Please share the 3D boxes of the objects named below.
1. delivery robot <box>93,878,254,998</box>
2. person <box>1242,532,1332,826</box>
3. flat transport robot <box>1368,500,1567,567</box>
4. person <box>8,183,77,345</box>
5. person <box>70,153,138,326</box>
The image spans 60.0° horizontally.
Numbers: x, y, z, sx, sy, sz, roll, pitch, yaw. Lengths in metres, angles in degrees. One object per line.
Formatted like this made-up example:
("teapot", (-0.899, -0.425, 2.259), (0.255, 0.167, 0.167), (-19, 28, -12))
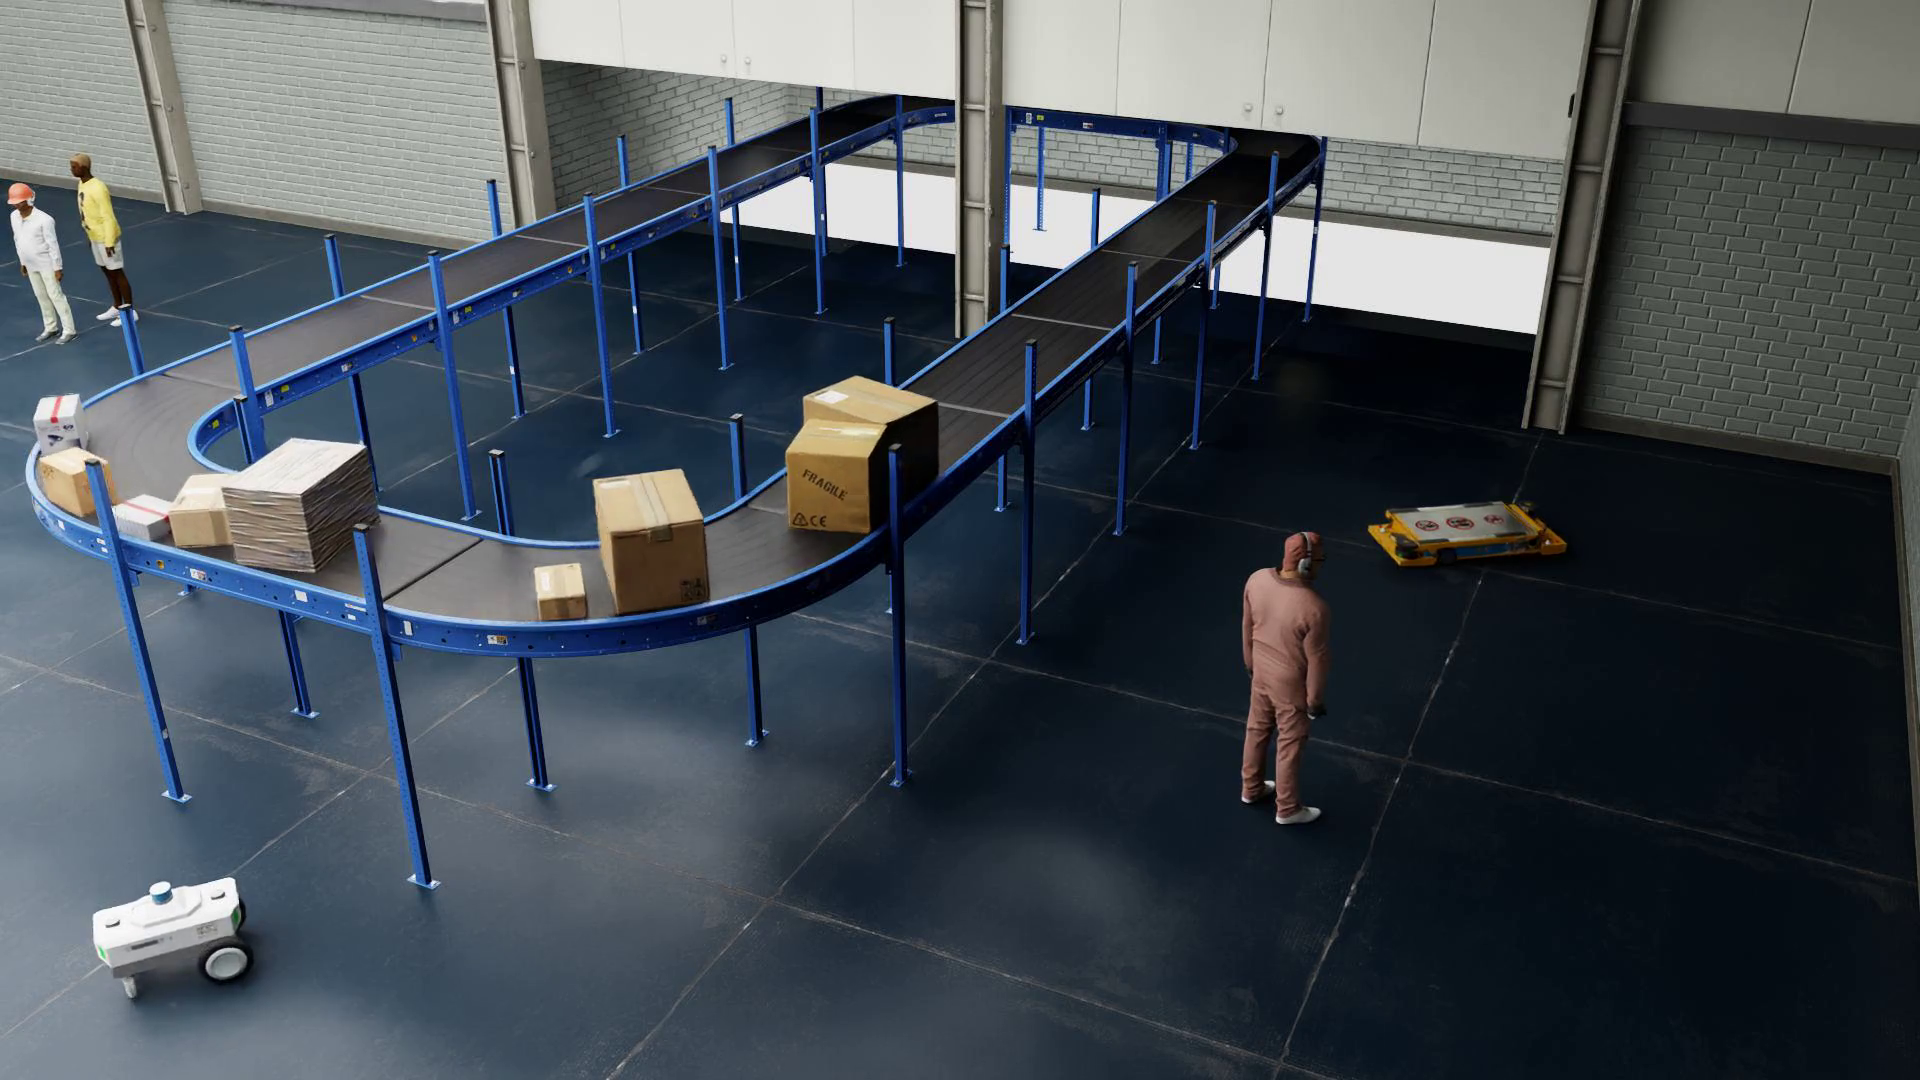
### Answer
("delivery robot", (-4.196, 2.102, 8.939), (0.785, 0.614, 0.513), (-13, 29, -24))
("person", (1.971, 0.821, 9.990), (0.403, 1.902, 0.641), (-17, 31, -30))
("flat transport robot", (4.138, -0.051, 13.580), (1.431, 0.231, 0.659), (-5, 27, -9))
("person", (-9.843, -2.954, 17.772), (0.567, 1.743, 0.346), (11, 28, 20))
("person", (-9.446, -3.315, 18.325), (0.542, 1.898, 0.377), (24, 35, 39))
